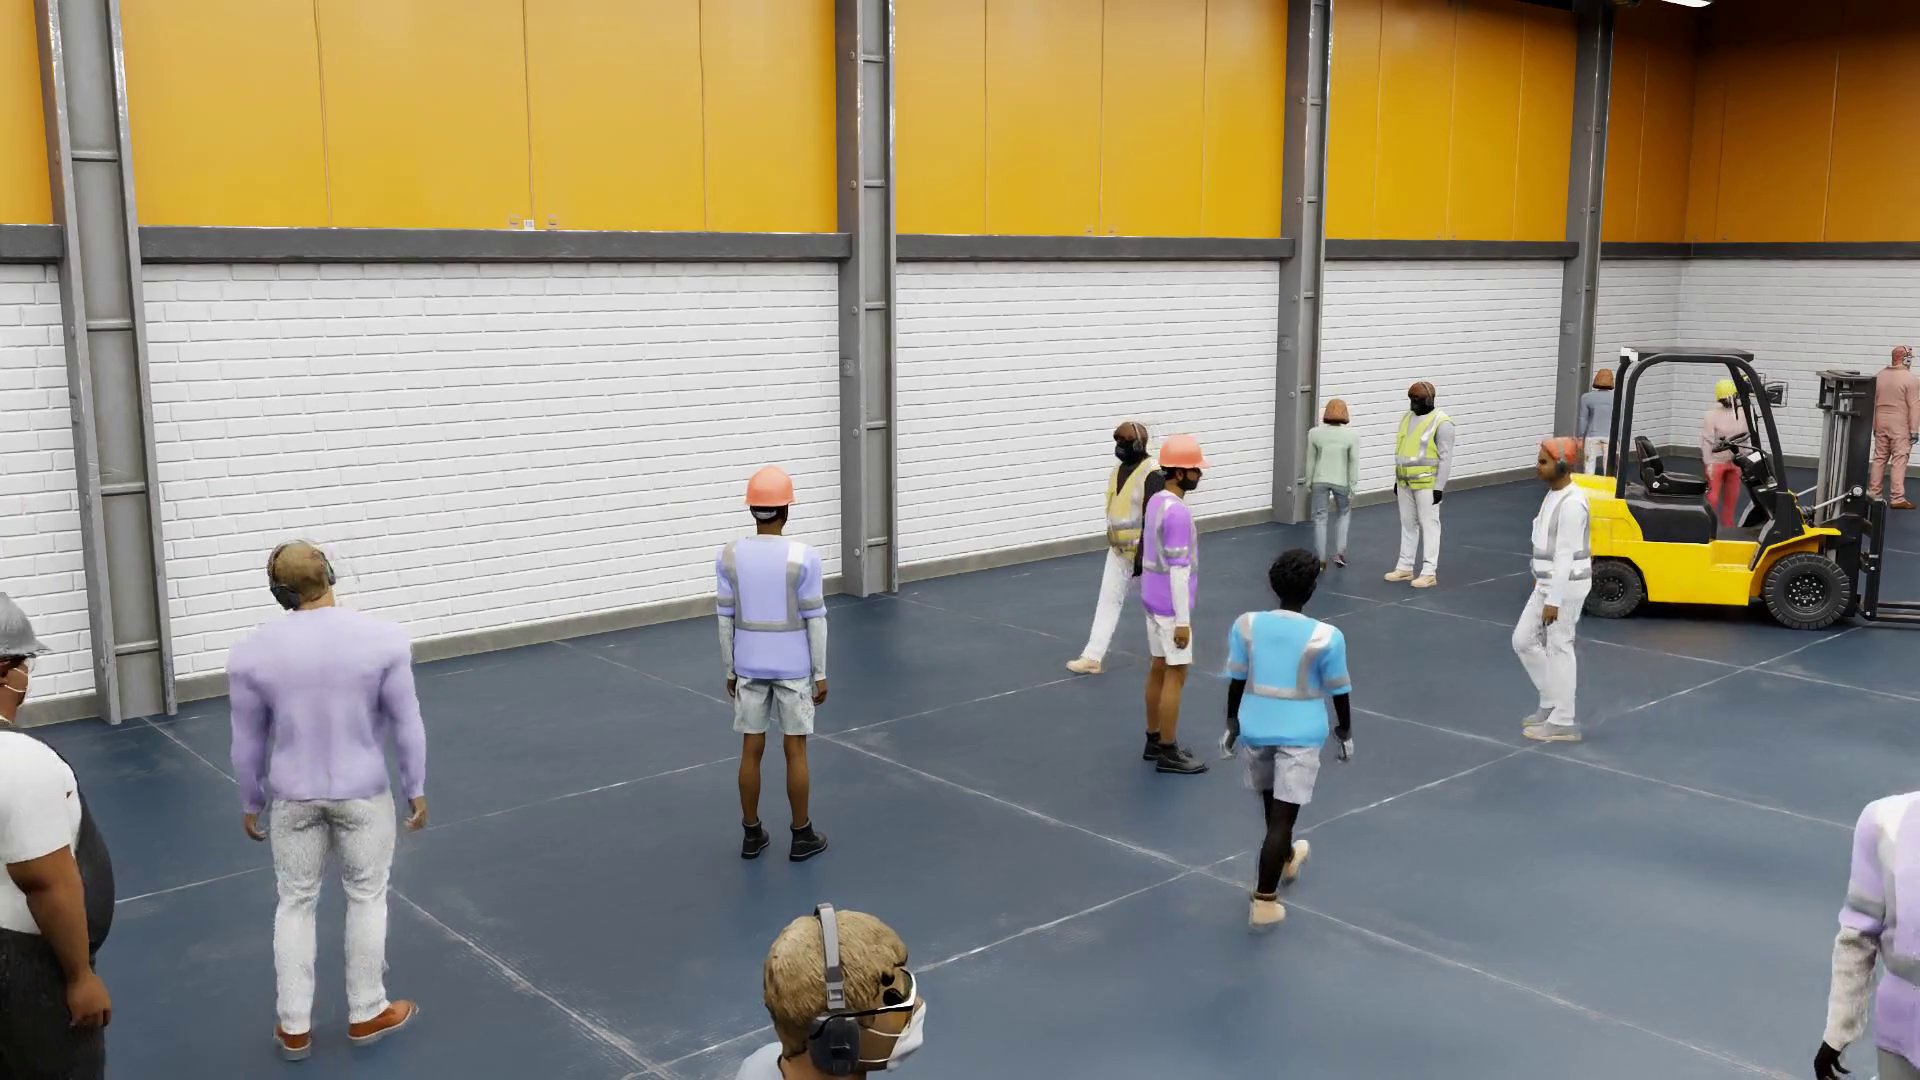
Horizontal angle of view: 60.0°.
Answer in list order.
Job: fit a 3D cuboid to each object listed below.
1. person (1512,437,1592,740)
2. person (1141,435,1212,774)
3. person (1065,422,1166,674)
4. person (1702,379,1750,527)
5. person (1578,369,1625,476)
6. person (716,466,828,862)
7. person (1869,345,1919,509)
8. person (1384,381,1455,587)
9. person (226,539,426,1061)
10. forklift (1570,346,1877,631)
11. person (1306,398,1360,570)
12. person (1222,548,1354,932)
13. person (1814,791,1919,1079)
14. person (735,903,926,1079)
[{"bbox_3d":[3.588,0.306,10.069,0.424,1.870,0.578,1,10,4],"label":"person"},{"bbox_3d":[1.235,0.363,9.534,0.378,1.935,0.563,-1,10,-8],"label":"person"},{"bbox_3d":[1.230,0.064,11.706,0.953,1.792,0.634,-6,11,-30],"label":"person"},{"bbox_3d":[7.750,-0.761,16.742,0.702,1.725,0.410,-3,10,-14],"label":"person"},{"bbox_3d":[7.504,-1.188,19.486,0.507,1.633,0.276,3,10,16],"label":"person"},{"bbox_3d":[-0.902,0.605,8.089,0.545,1.942,0.349,2,10,11],"label":"person"},{"bbox_3d":[10.952,-1.318,19.448,0.410,1.909,0.643,-3,10,-19],"label":"person"},{"bbox_3d":[4.100,-0.501,14.876,0.430,1.838,0.619,-5,11,-27],"label":"person"},{"bbox_3d":[-2.319,0.956,6.122,0.679,1.915,0.394,-2,10,-10],"label":"person"},{"bbox_3d":[6.109,-0.478,13.691,2.313,2.155,1.214,3,10,16],"label":"forklift"},{"bbox_3d":[3.507,-0.527,15.673,0.511,1.616,0.519,4,10,21],"label":"person"},{"bbox_3d":[1.504,0.852,7.448,0.554,1.649,0.854,7,12,36],"label":"person"},{"bbox_3d":[2.497,1.288,4.184,0.431,1.914,0.606,-7,12,-34],"label":"person"},{"bbox_3d":[-0.208,1.523,2.720,0.371,1.941,0.627,-3,10,-18],"label":"person"}]
